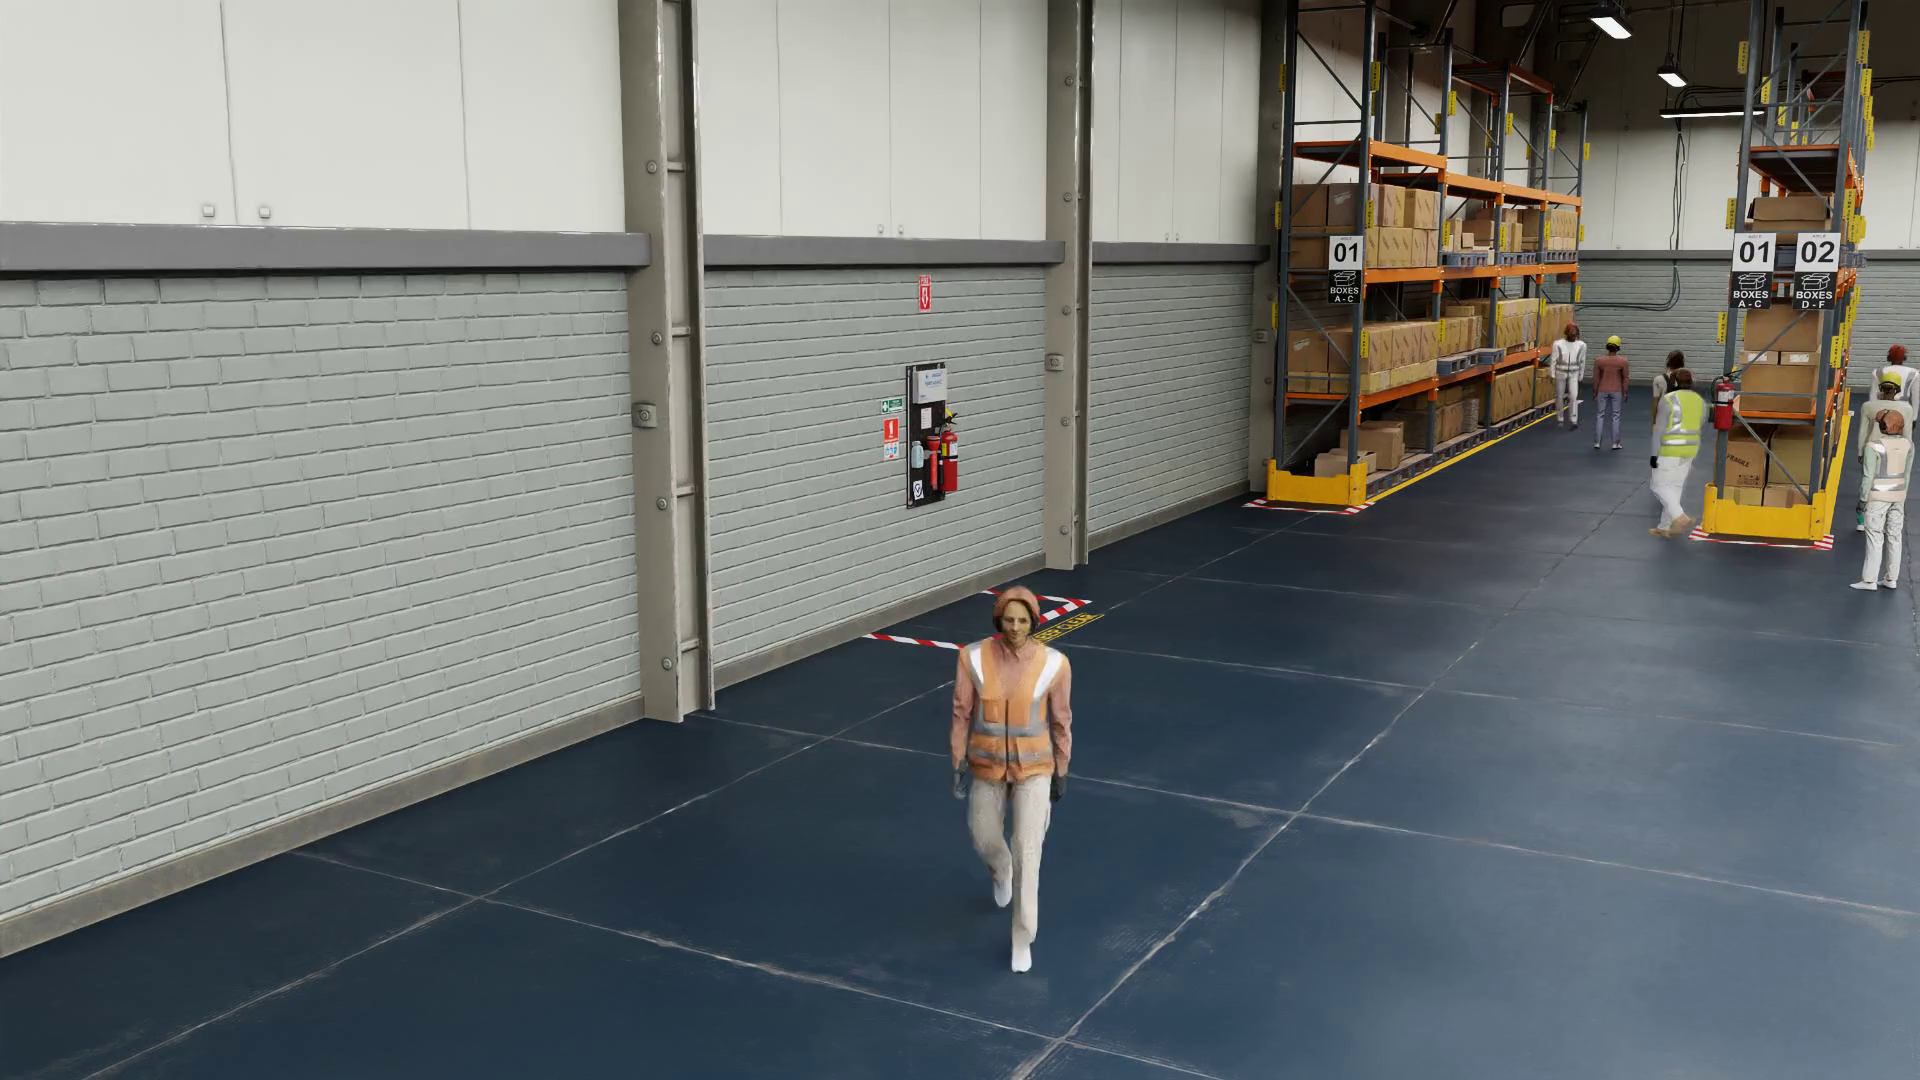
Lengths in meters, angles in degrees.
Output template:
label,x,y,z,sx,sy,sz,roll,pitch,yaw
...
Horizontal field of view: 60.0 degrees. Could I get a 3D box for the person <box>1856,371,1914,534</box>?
label,x,y,z,sx,sy,sz,roll,pitch,yaw
person,9.998,-0.945,18.003,0.518,1.756,0.344,7,12,36

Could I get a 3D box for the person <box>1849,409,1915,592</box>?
label,x,y,z,sx,sy,sz,roll,pitch,yaw
person,8.261,-0.352,14.870,0.514,1.641,0.307,-3,10,-17

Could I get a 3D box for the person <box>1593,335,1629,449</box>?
label,x,y,z,sx,sy,sz,roll,pitch,yaw
person,10.102,-2.287,25.833,0.533,1.768,0.310,5,11,28

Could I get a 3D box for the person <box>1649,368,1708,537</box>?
label,x,y,z,sx,sy,sz,roll,pitch,yaw
person,7.630,-0.900,17.620,0.663,1.814,0.560,-3,10,-20

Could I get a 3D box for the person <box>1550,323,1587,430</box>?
label,x,y,z,sx,sy,sz,roll,pitch,yaw
person,10.518,-2.823,28.788,0.584,1.829,0.991,2,10,14

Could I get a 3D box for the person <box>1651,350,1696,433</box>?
label,x,y,z,sx,sy,sz,roll,pitch,yaw
person,9.012,-1.488,21.036,0.506,1.797,0.970,5,11,27

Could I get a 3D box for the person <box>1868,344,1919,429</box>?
label,x,y,z,sx,sy,sz,roll,pitch,yaw
person,12.166,-1.625,21.698,0.583,1.859,0.760,5,11,29

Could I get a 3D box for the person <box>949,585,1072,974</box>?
label,x,y,z,sx,sy,sz,roll,pitch,yaw
person,0.229,0.973,7.183,0.520,1.614,0.675,2,10,11
